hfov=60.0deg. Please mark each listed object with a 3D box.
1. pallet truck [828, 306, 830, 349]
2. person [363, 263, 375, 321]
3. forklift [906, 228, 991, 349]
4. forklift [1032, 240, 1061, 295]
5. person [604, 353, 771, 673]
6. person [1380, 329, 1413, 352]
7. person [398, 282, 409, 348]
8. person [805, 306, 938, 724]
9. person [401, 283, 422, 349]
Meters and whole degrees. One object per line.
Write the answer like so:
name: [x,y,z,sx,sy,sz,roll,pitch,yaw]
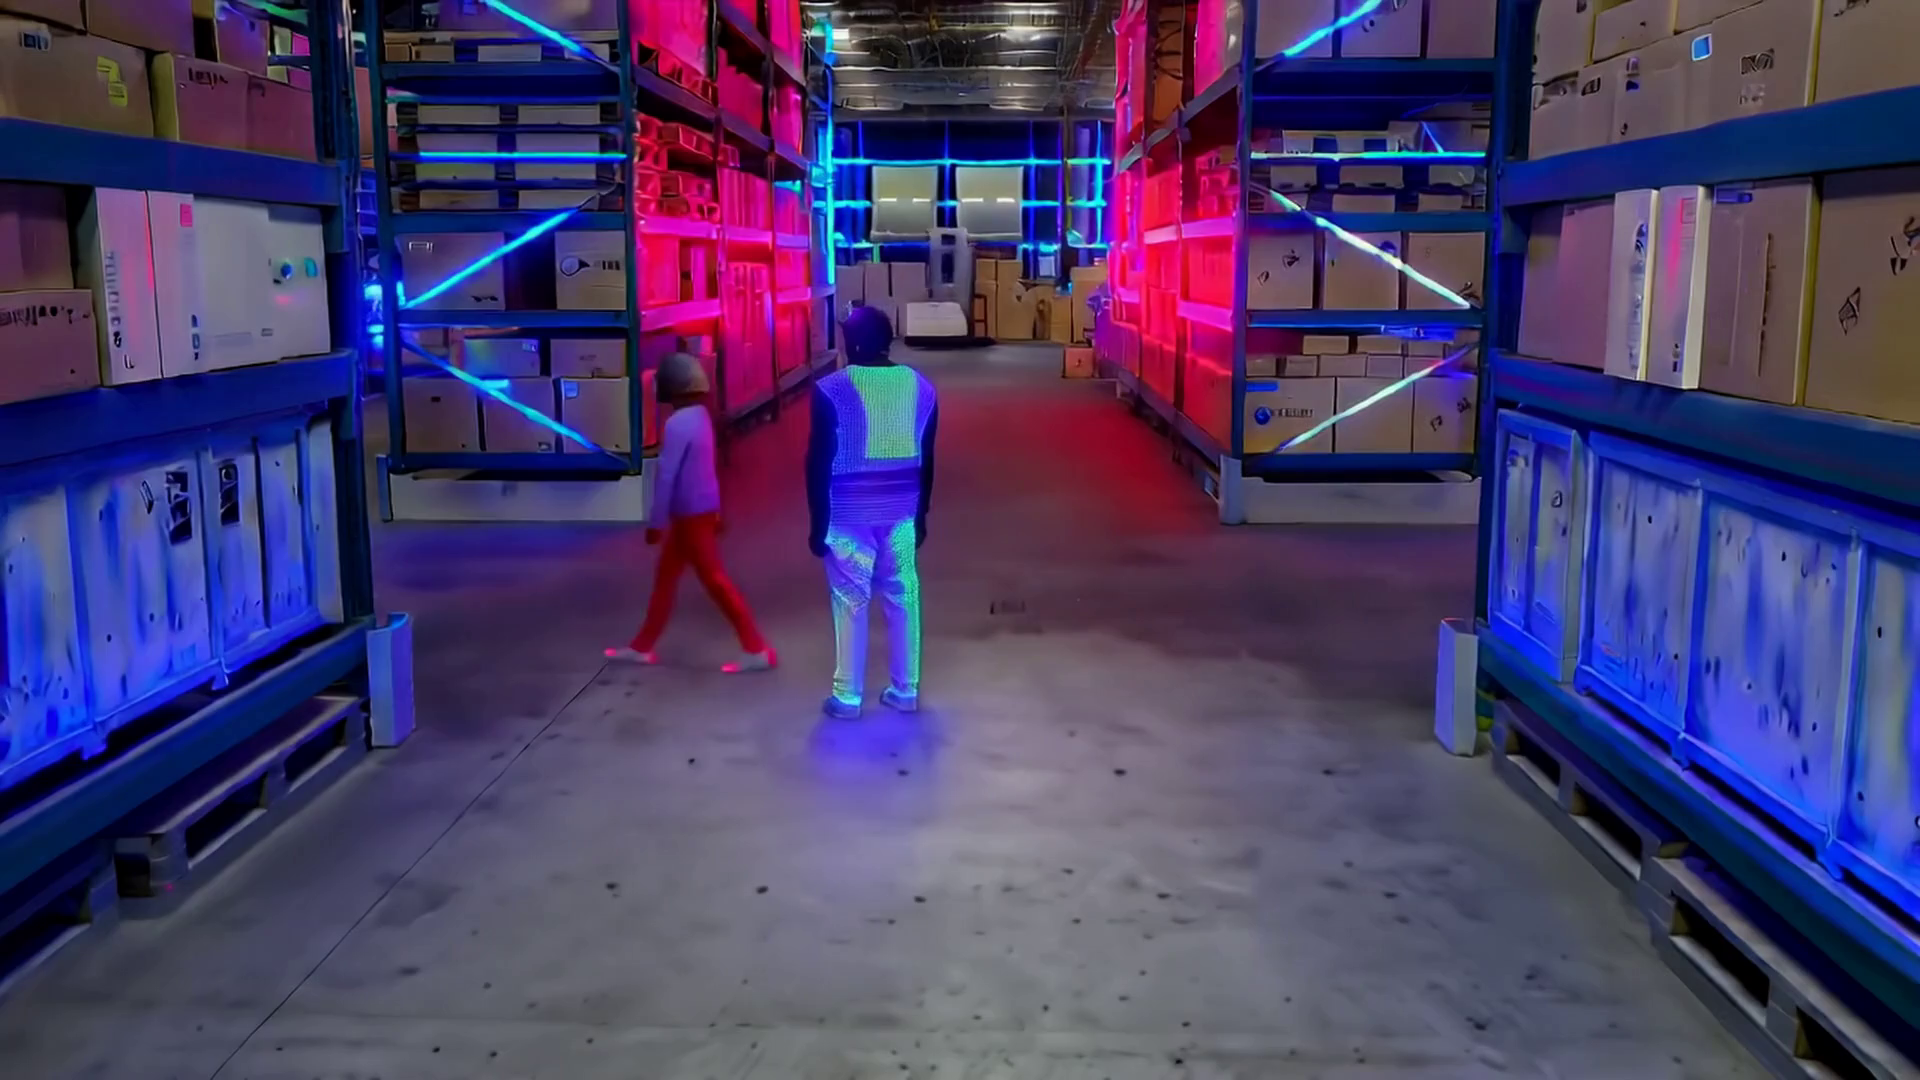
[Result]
pallet truck: [-3.100,-3.940,29.800,1.885,1.965,0.823,3,10,19]
person: [-19.438,-8.097,54.572,0.625,2.000,0.690,-9,13,-42]
forklift: [-0.301,-5.918,39.014,1.129,2.768,1.873,8,12,40]
forklift: [3.176,-9.648,61.353,1.129,2.768,1.873,0,9,1]
person: [-1.340,-0.130,8.214,0.891,1.583,0.513,1,10,6]
person: [6.526,-2.959,24.952,0.541,1.650,0.874,2,10,12]
person: [-11.645,-4.582,34.766,0.544,1.618,0.411,0,9,0]
person: [-0.403,-0.109,7.364,0.619,1.836,0.430,-6,11,-34]
person: [-11.368,-4.717,34.651,0.370,1.934,0.627,8,12,40]
